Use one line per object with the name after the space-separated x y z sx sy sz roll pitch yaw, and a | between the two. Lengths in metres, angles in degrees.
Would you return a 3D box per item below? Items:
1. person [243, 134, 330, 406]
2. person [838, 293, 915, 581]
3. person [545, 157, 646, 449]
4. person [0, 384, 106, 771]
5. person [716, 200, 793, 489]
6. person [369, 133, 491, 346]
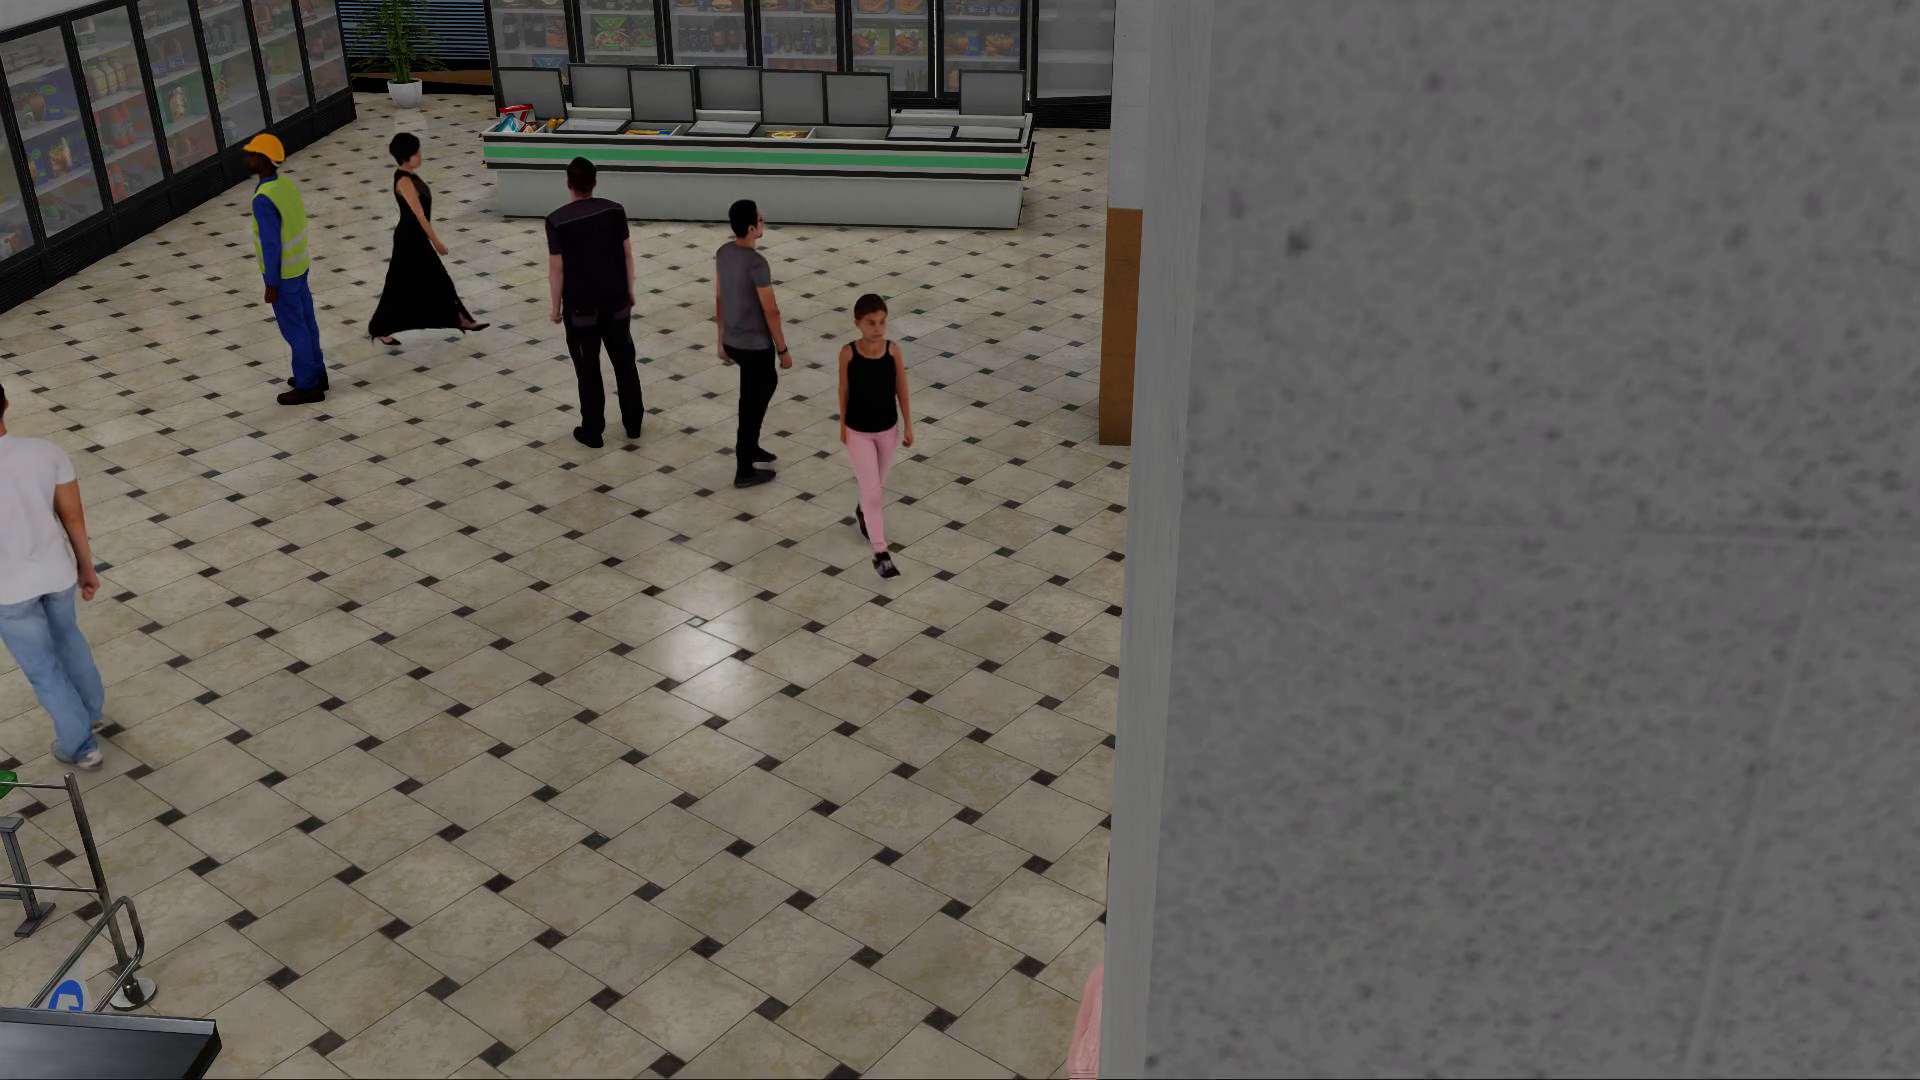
-4.517 -1.811 11.127 0.621 1.812 0.689 -1 27 -3 | person
-0.498 -0.604 9.070 1.076 1.520 0.890 -9 28 -17 | person
-2.288 -1.488 10.455 0.755 1.845 0.866 -14 30 -26 | person
-3.959 0.182 7.157 0.872 1.849 0.824 15 31 27 | person
-1.319 -1.136 9.875 0.811 1.740 0.755 -17 31 -30 | person
-4.035 -2.072 12.009 1.154 1.480 0.833 -8 28 -15 | person
